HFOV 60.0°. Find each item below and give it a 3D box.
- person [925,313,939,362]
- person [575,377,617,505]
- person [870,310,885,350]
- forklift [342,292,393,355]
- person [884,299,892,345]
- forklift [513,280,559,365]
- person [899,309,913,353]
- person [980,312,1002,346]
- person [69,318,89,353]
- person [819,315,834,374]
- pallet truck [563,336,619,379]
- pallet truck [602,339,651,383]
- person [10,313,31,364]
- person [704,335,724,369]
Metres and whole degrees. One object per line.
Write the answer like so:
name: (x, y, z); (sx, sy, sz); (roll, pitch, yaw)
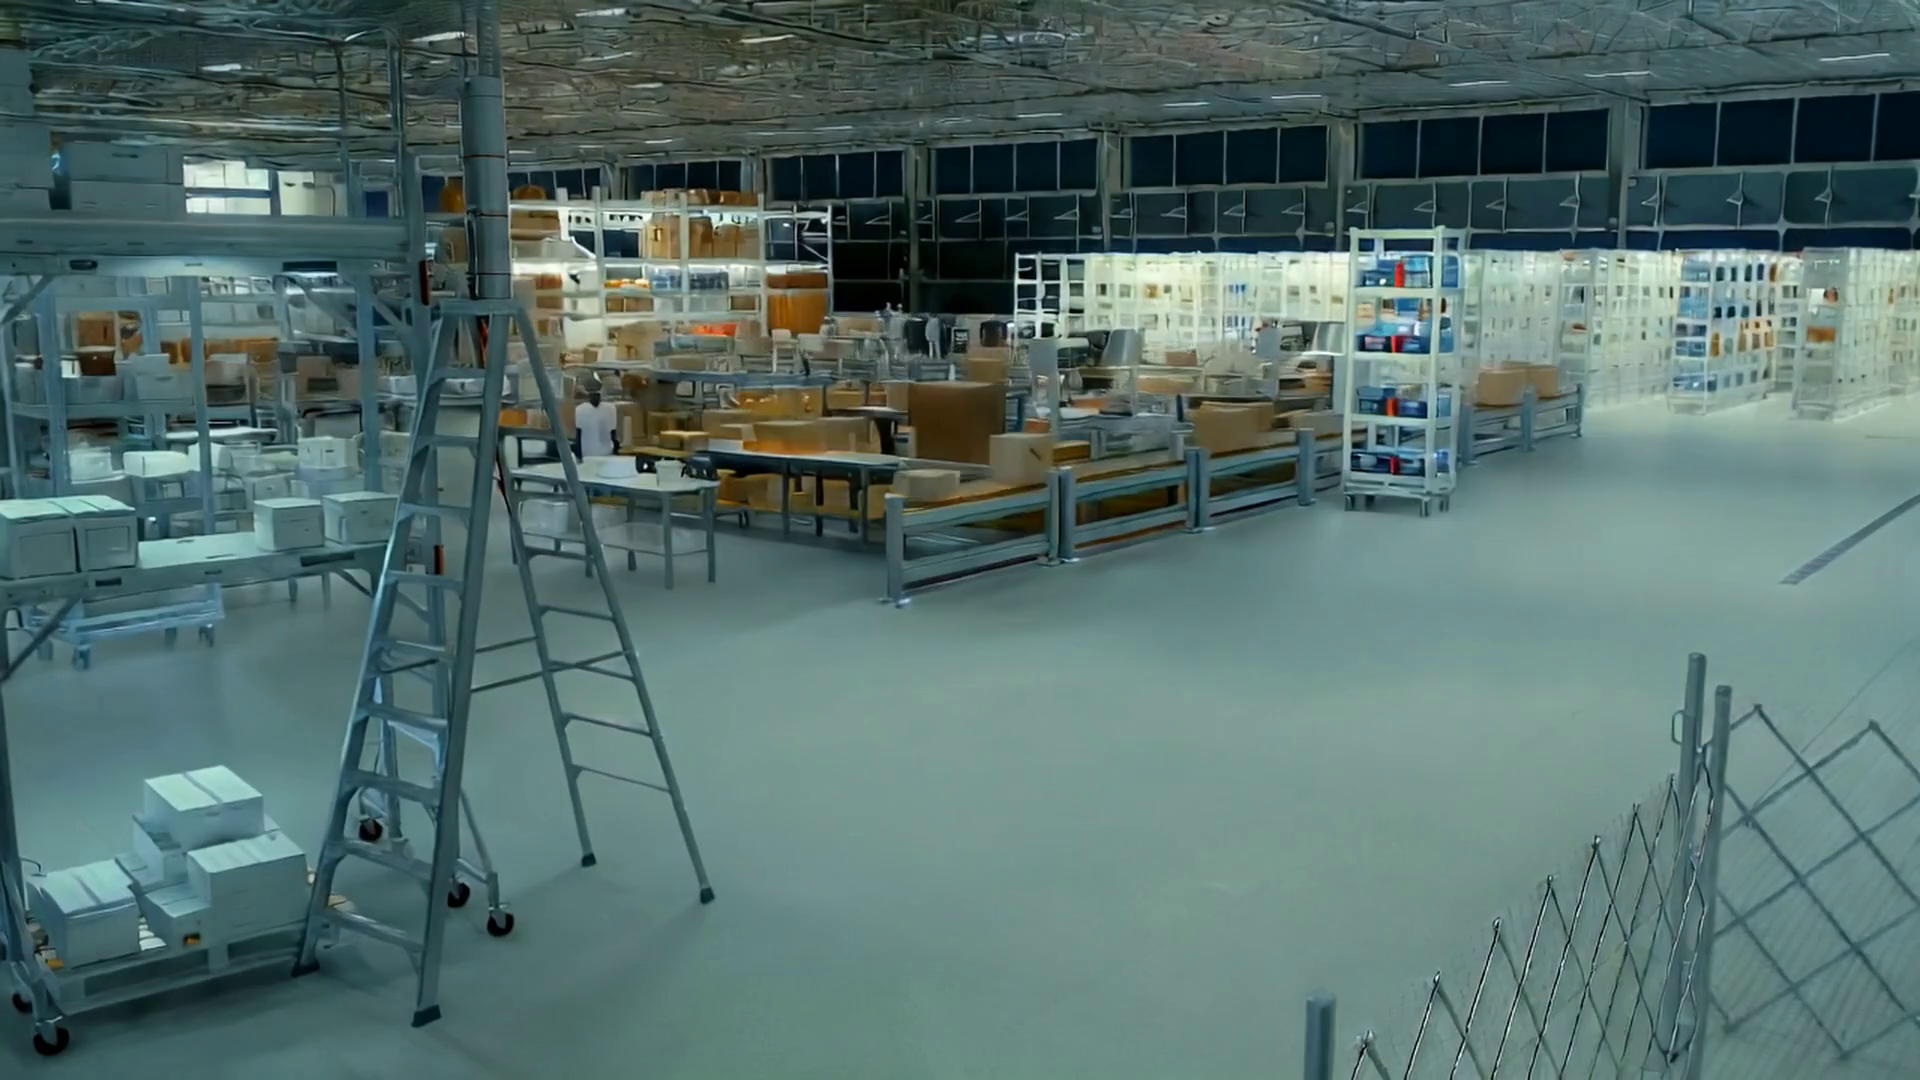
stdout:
person: (-0.957, -6.844, 56.475); (0.587, 1.680, 0.866); (-6, 11, -31)
person: (-4.169, -0.934, 19.020); (0.514, 1.866, 0.329); (2, 9, 10)
person: (-2.707, -6.659, 54.811); (0.568, 1.843, 0.374); (-7, 12, -39)
forklift: (-16.485, -5.622, 45.120); (1.129, 2.768, 1.873); (7, 11, 37)
person: (-3.018, -9.237, 70.599); (0.340, 1.941, 0.551); (-4, 10, -24)
forklift: (-13.620, -6.765, 52.255); (1.129, 2.768, 1.873); (7, 11, 37)
person: (-1.999, -7.792, 62.308); (0.504, 1.704, 0.592); (-6, 11, -35)
person: (0.941, -5.949, 50.251); (0.655, 1.883, 0.537); (0, 9, -3)
person: (-33.380, -7.988, 62.626); (0.618, 2.013, 0.935); (6, 11, 34)
person: (-3.822, -5.548, 47.915); (0.404, 1.833, 0.592); (-8, 12, -41)
pallet truck: (-10.690, -5.294, 48.215); (1.601, 1.201, 0.680); (-5, 10, -26)
pallet truck: (-8.991, -4.871, 45.351); (0.653, 1.274, 1.630); (7, 11, 37)
person: (-29.728, -6.279, 52.393); (0.667, 1.852, 0.992); (1, 9, 5)
person: (-6.030, -4.385, 40.388); (0.856, 1.922, 0.601); (6, 11, 31)
